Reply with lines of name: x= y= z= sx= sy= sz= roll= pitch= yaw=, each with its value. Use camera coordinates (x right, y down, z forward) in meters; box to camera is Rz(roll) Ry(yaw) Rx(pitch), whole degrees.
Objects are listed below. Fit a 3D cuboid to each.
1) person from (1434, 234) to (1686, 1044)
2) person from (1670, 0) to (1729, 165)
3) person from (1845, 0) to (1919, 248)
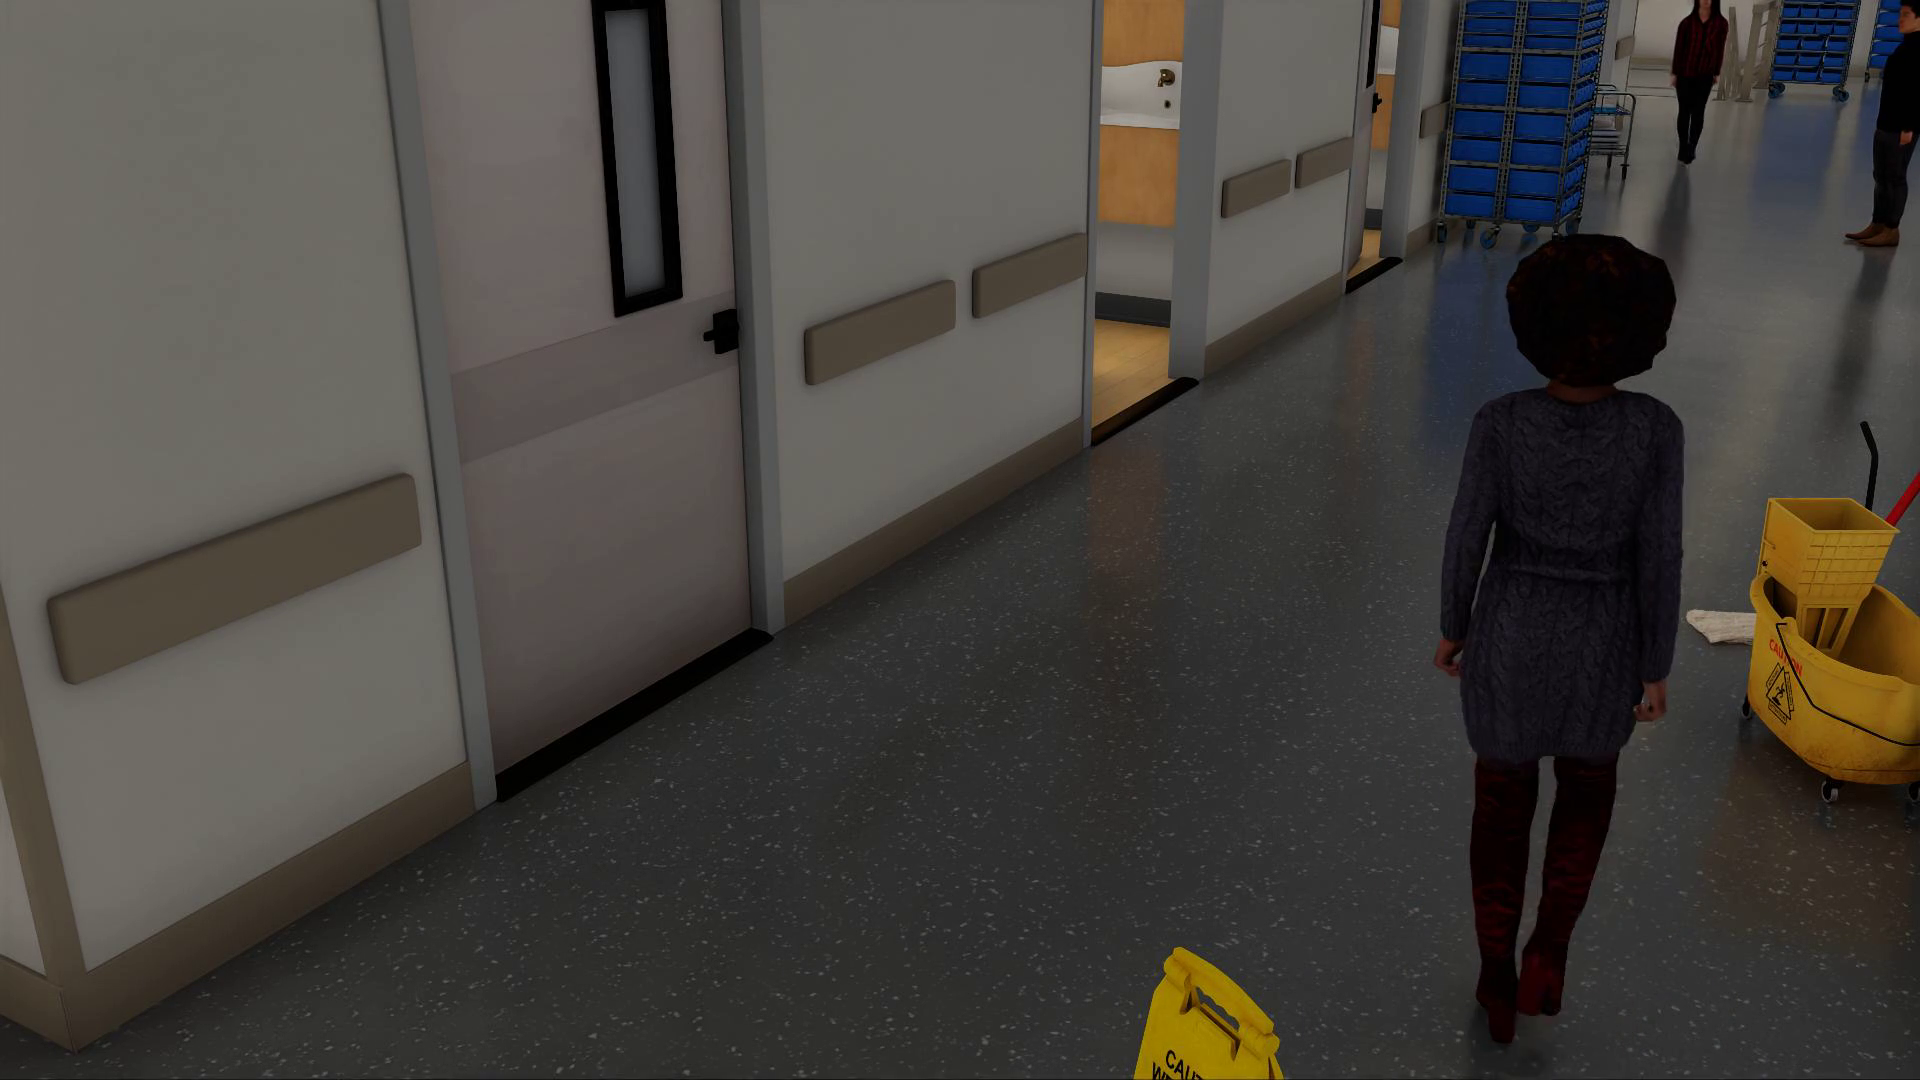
person: x=1.169 y=0.275 z=3.282 sx=0.668 sy=1.699 sz=0.690 roll=7 pitch=22 yaw=18
person: x=6.864 y=-4.337 z=15.574 sx=0.737 sy=1.617 sz=1.086 roll=7 pitch=22 yaw=17
person: x=6.685 y=-2.975 z=11.830 sx=0.775 sy=1.723 sz=0.628 roll=2 pitch=21 yaw=5
